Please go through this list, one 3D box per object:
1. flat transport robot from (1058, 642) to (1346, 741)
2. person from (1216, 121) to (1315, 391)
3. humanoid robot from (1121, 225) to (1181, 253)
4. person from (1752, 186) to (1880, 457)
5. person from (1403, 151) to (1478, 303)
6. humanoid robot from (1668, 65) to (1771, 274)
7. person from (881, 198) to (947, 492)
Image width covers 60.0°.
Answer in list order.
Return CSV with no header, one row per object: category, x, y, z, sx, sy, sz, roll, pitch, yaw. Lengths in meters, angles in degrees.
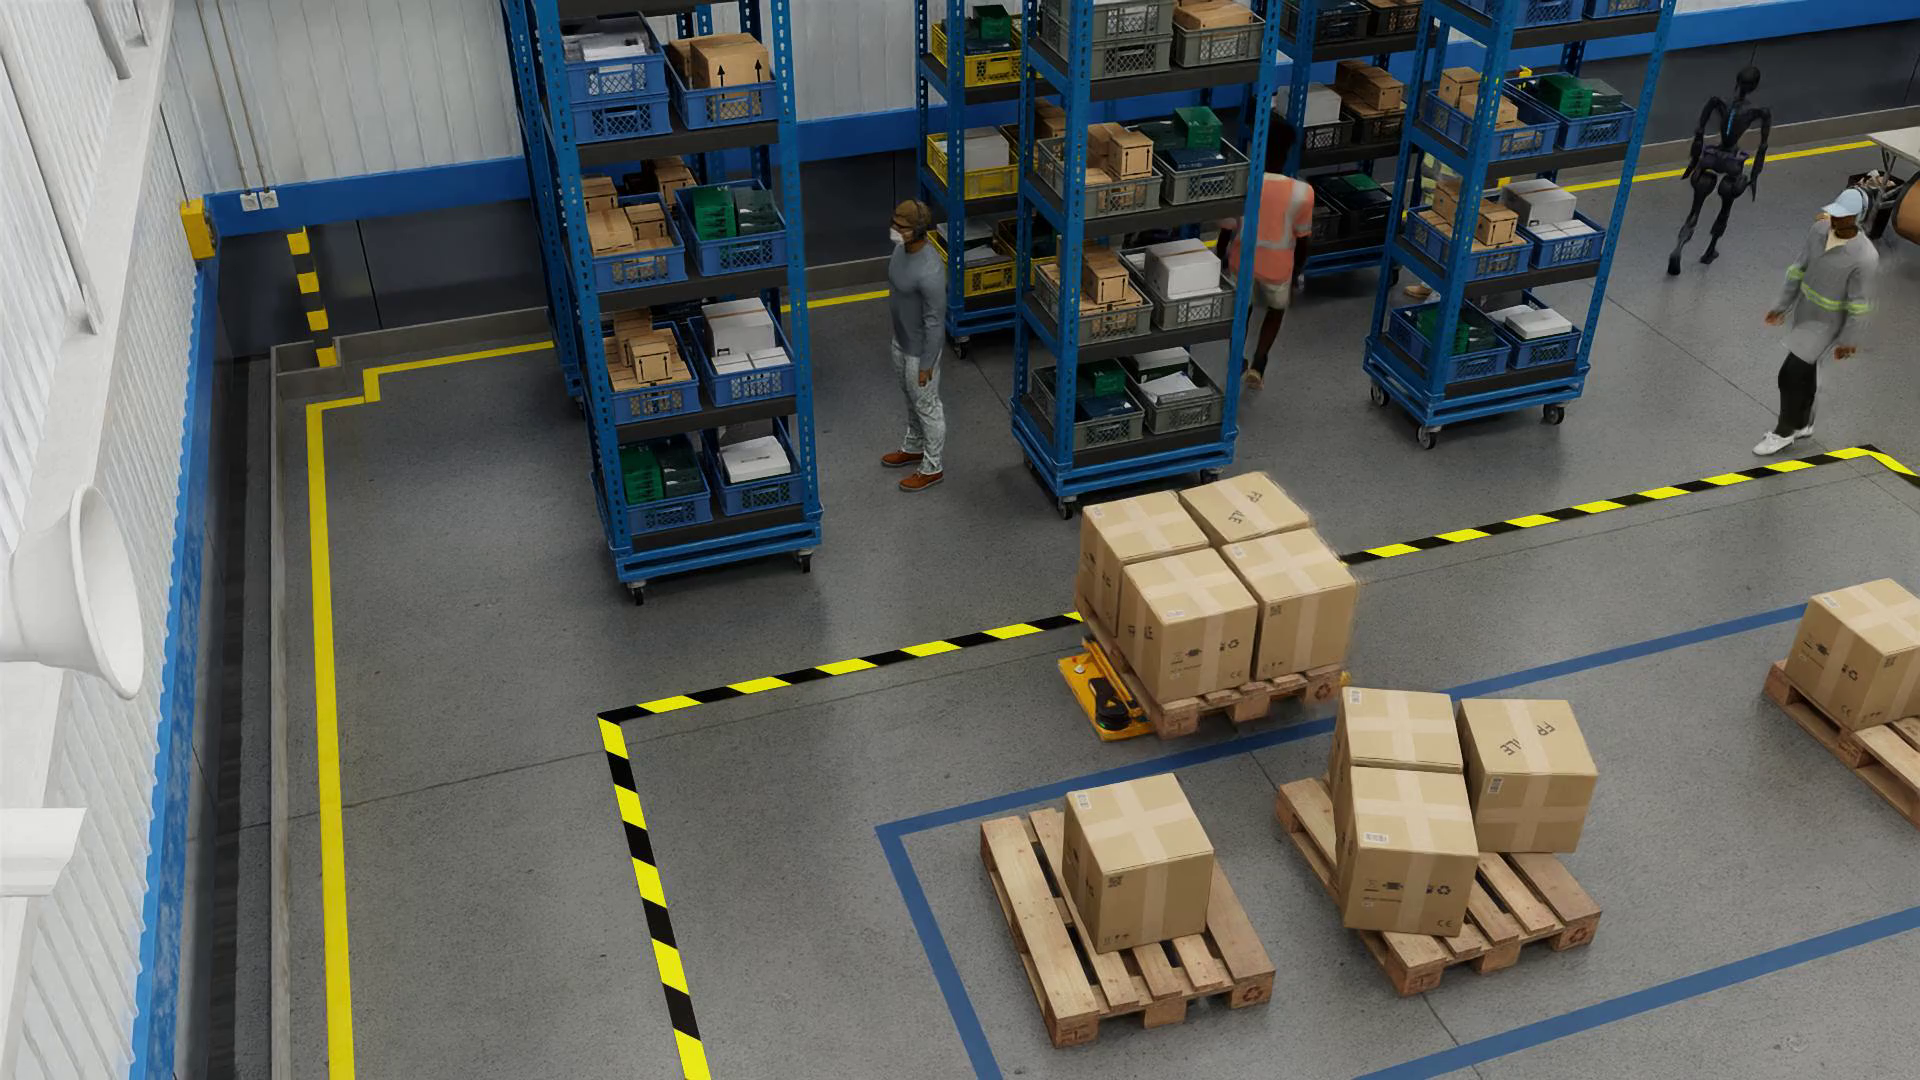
flat transport robot,1.318,0.677,9.072,1.431,0.197,0.652,-11,37,-15
person,2.027,-1.874,11.248,0.643,1.940,0.540,12,37,16
humanoid robot,1.344,-2.042,11.730,0.351,1.658,0.589,-21,40,-27
person,5.450,-1.406,10.684,0.643,1.834,0.585,-5,35,-7
person,3.593,-2.540,12.290,0.429,1.846,0.621,6,36,9
humanoid robot,5.901,-2.862,12.919,0.589,1.638,0.700,26,43,32
person,-0.281,-1.211,10.324,0.370,1.940,0.630,-12,37,-17
